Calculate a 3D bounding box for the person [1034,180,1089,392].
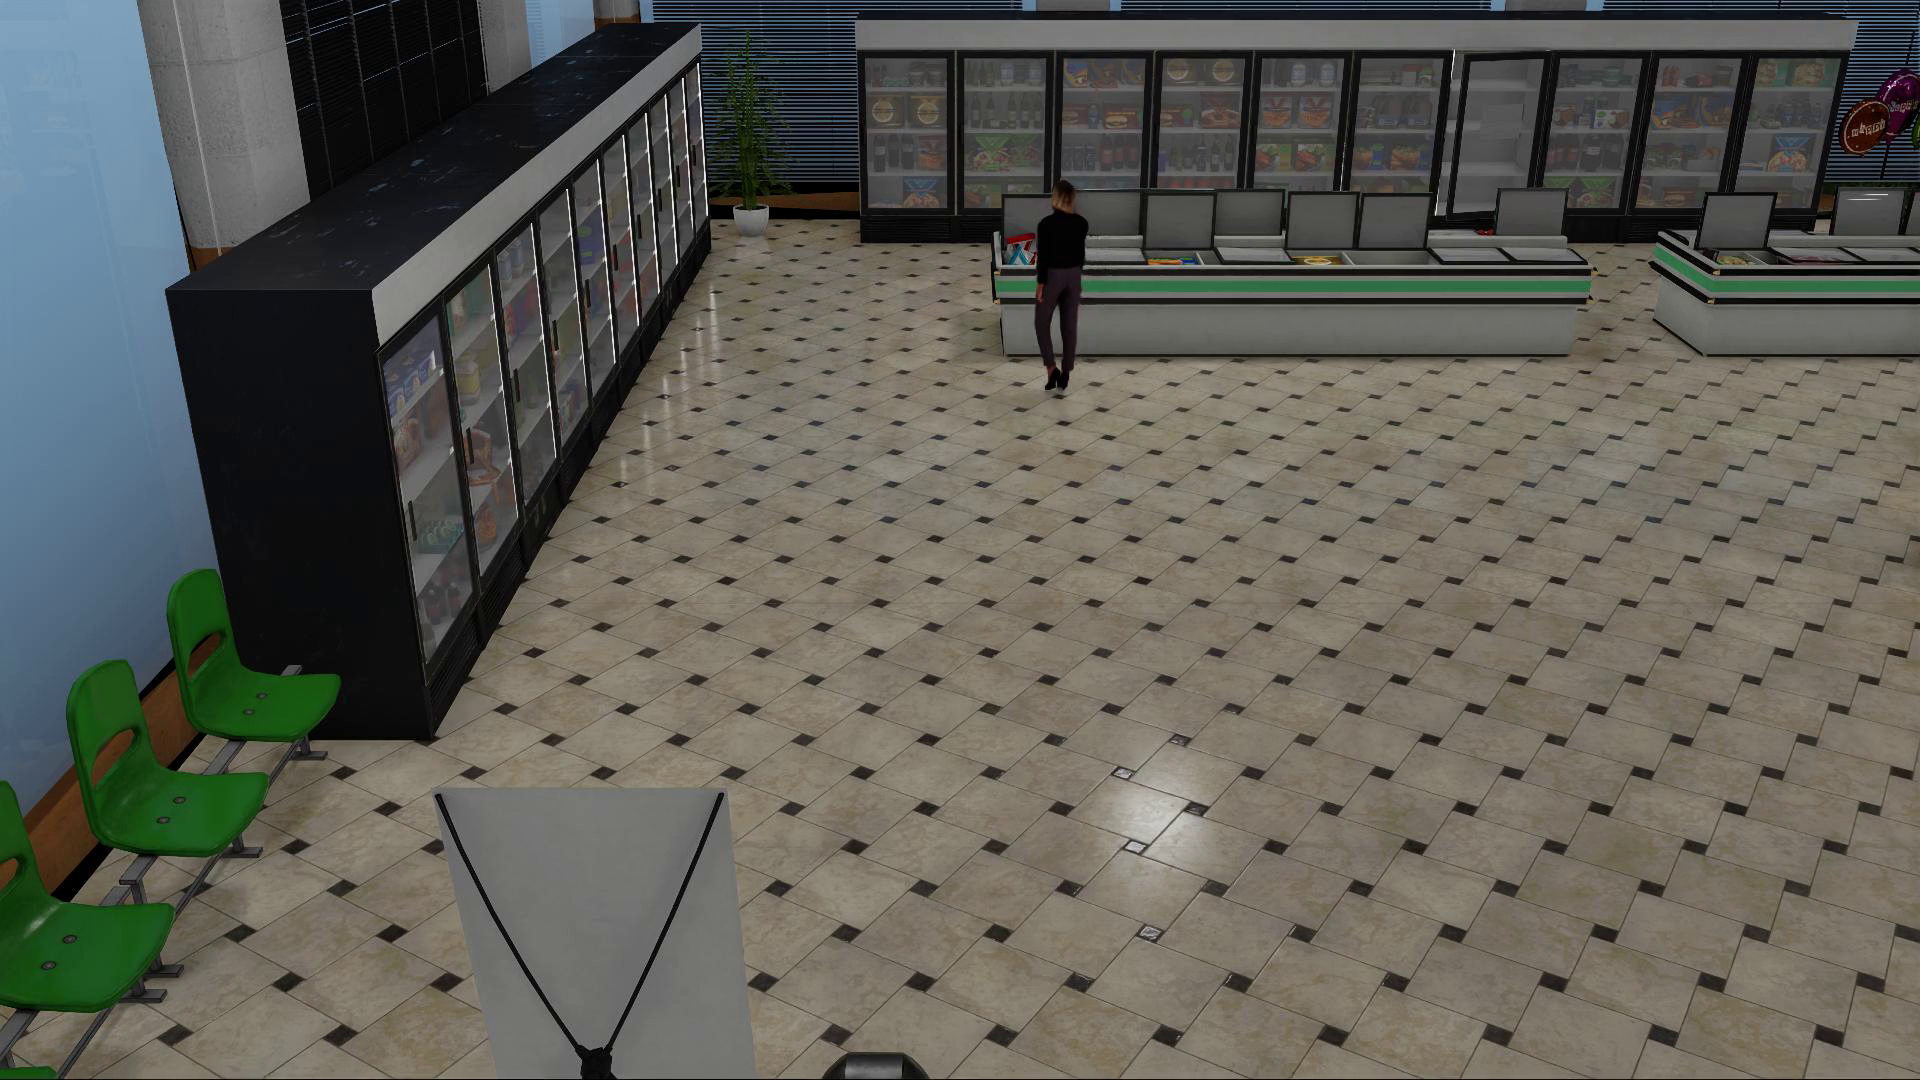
[{"bbox_3d":[0.809,-1.950,12.940,0.632,1.667,0.742,-9,25,-20],"label":"person"}]
